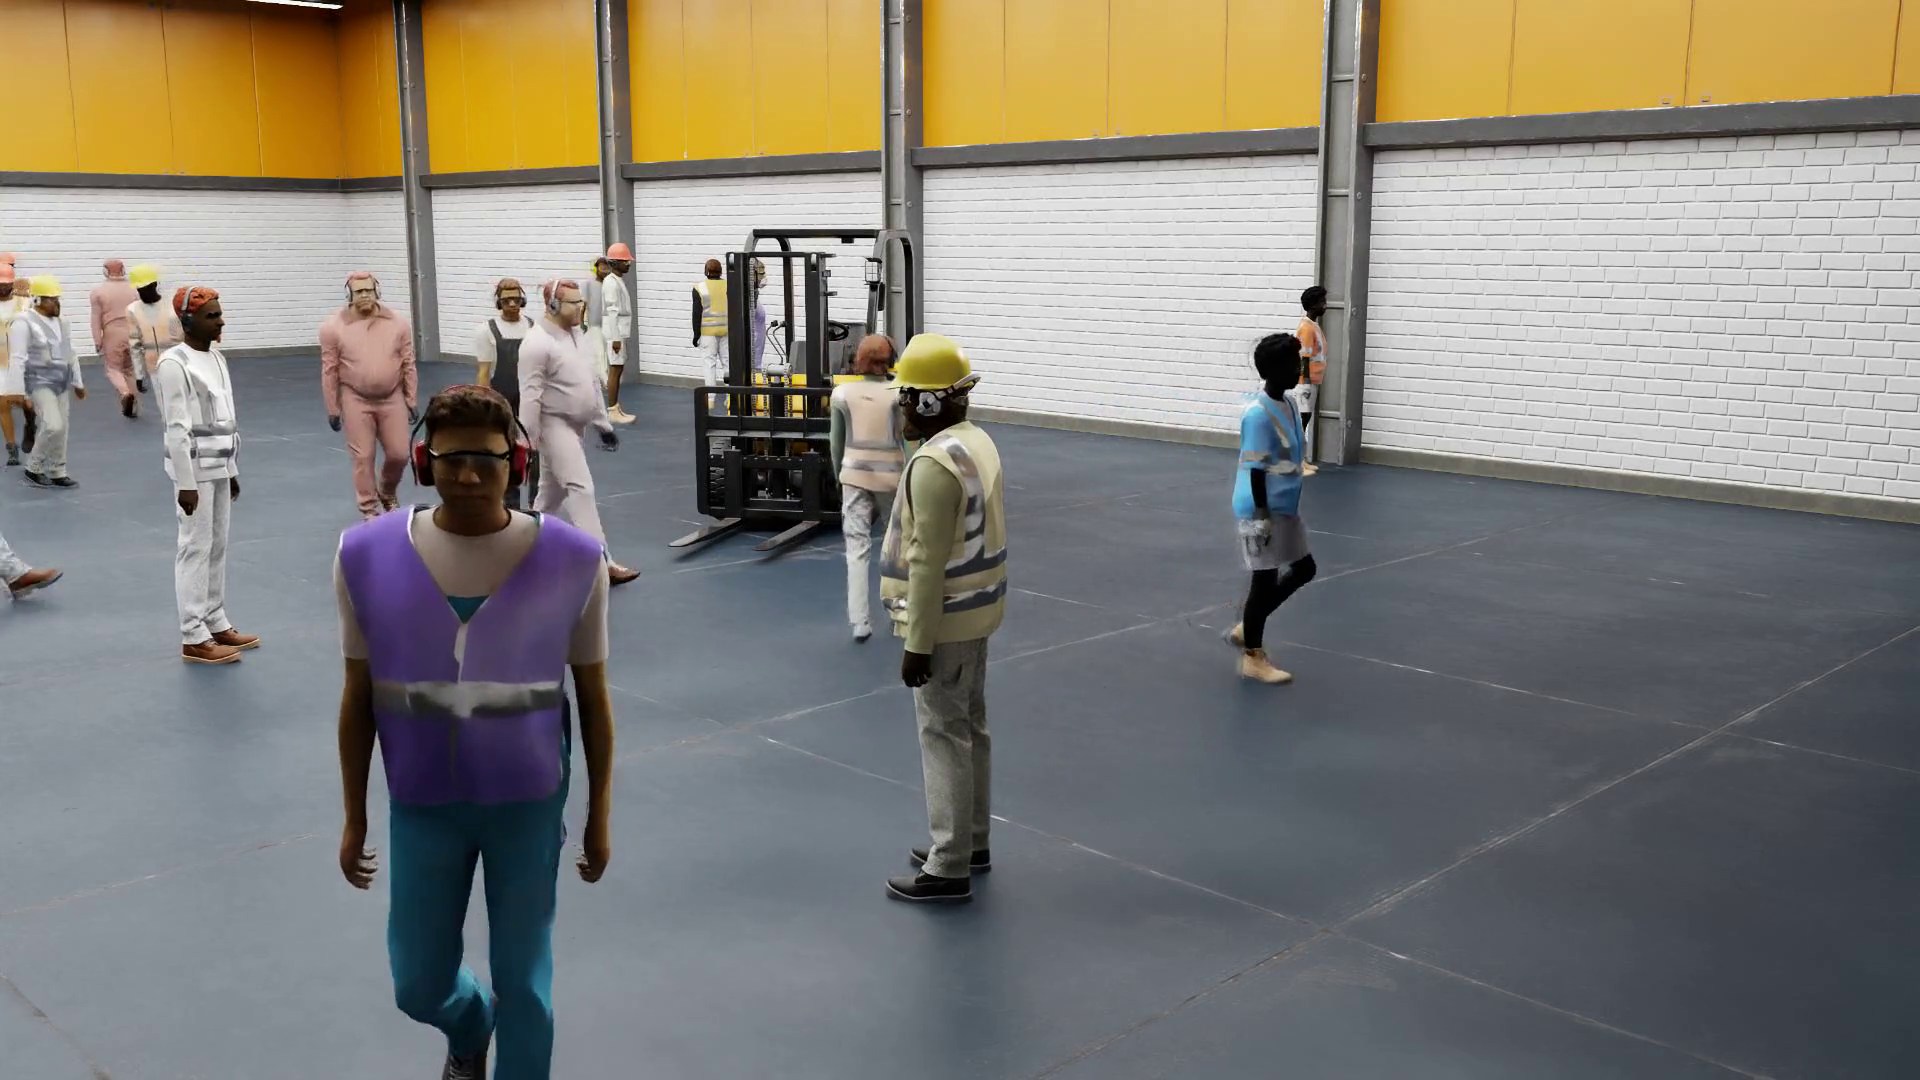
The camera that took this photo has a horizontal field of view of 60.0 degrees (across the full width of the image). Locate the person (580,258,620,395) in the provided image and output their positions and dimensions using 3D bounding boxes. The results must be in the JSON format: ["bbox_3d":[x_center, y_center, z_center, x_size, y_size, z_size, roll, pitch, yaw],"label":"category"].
[{"bbox_3d":[-4.698,-2.798,22.014,0.946,1.813,0.543,10,14,43],"label":"person"}]

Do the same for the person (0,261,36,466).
[{"bbox_3d":[-8.952,-1.680,15.710,0.542,1.905,0.835,-5,12,-26],"label":"person"}]

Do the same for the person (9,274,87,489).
[{"bbox_3d":[-7.586,-1.301,13.859,0.439,1.810,0.632,1,10,7],"label":"person"}]

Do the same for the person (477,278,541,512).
[{"bbox_3d":[-3.200,-0.979,12.079,0.543,1.819,0.610,-6,12,-31],"label":"person"}]

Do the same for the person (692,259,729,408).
[{"bbox_3d":[-3.034,-2.551,20.598,0.624,1.844,0.430,-6,12,-30],"label":"person"}]

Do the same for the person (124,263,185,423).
[{"bbox_3d":[-7.163,-1.539,14.965,0.638,1.882,0.494,1,10,3],"label":"person"}]

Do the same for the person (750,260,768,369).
[{"bbox_3d":[-1.883,-1.553,14.893,0.355,1.937,0.634,-2,11,-10],"label":"person"}]

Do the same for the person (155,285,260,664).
[{"bbox_3d":[-3.795,-0.329,8.366,0.349,1.882,0.577,0,10,-2],"label":"person"}]

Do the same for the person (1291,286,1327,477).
[{"bbox_3d":[3.088,-1.408,14.782,0.320,1.689,0.525,3,11,17],"label":"person"}]

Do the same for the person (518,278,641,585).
[{"bbox_3d":[-2.313,-0.650,10.176,0.918,1.867,0.645,1,10,7],"label":"person"}]

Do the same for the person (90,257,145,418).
[{"bbox_3d":[-9.710,-2.331,19.297,0.643,1.882,0.657,-10,14,-42],"label":"person"}]

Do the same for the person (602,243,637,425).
[{"bbox_3d":[-3.850,-2.334,18.861,0.393,2.042,0.611,-1,10,-5],"label":"person"}]

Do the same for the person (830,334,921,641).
[{"bbox_3d":[-0.436,-0.301,8.954,0.530,1.599,0.819,2,11,12],"label":"person"}]

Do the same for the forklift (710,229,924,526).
[{"bbox_3d":[-1.050,-1.319,12.920,1.214,2.155,2.313,2,11,13],"label":"forklift"}]

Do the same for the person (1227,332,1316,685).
[{"bbox_3d":[1.490,-0.142,7.892,0.373,1.680,0.546,6,12,29],"label":"person"}]

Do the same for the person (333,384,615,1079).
[{"bbox_3d":[-1.046,0.562,3.643,0.595,1.829,0.550,-2,11,-9],"label":"person"}]

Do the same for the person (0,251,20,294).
[{"bbox_3d":[-12.451,-2.811,21.799,0.410,1.917,0.564,2,11,9],"label":"person"}]

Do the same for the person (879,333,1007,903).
[{"bbox_3d":[-0.056,0.251,5.377,0.403,1.824,0.593,3,11,14],"label":"person"}]

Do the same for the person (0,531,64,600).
[{"bbox_3d":[-5.725,-0.535,9.454,0.984,1.891,0.653,-2,11,-9],"label":"person"}]

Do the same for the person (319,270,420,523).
[{"bbox_3d":[-4.233,-0.990,11.958,0.663,1.888,0.463,-6,12,-29],"label":"person"}]

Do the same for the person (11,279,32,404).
[{"bbox_3d":[-11.672,-2.461,20.780,0.858,1.581,0.528,0,10,-2],"label":"person"}]
